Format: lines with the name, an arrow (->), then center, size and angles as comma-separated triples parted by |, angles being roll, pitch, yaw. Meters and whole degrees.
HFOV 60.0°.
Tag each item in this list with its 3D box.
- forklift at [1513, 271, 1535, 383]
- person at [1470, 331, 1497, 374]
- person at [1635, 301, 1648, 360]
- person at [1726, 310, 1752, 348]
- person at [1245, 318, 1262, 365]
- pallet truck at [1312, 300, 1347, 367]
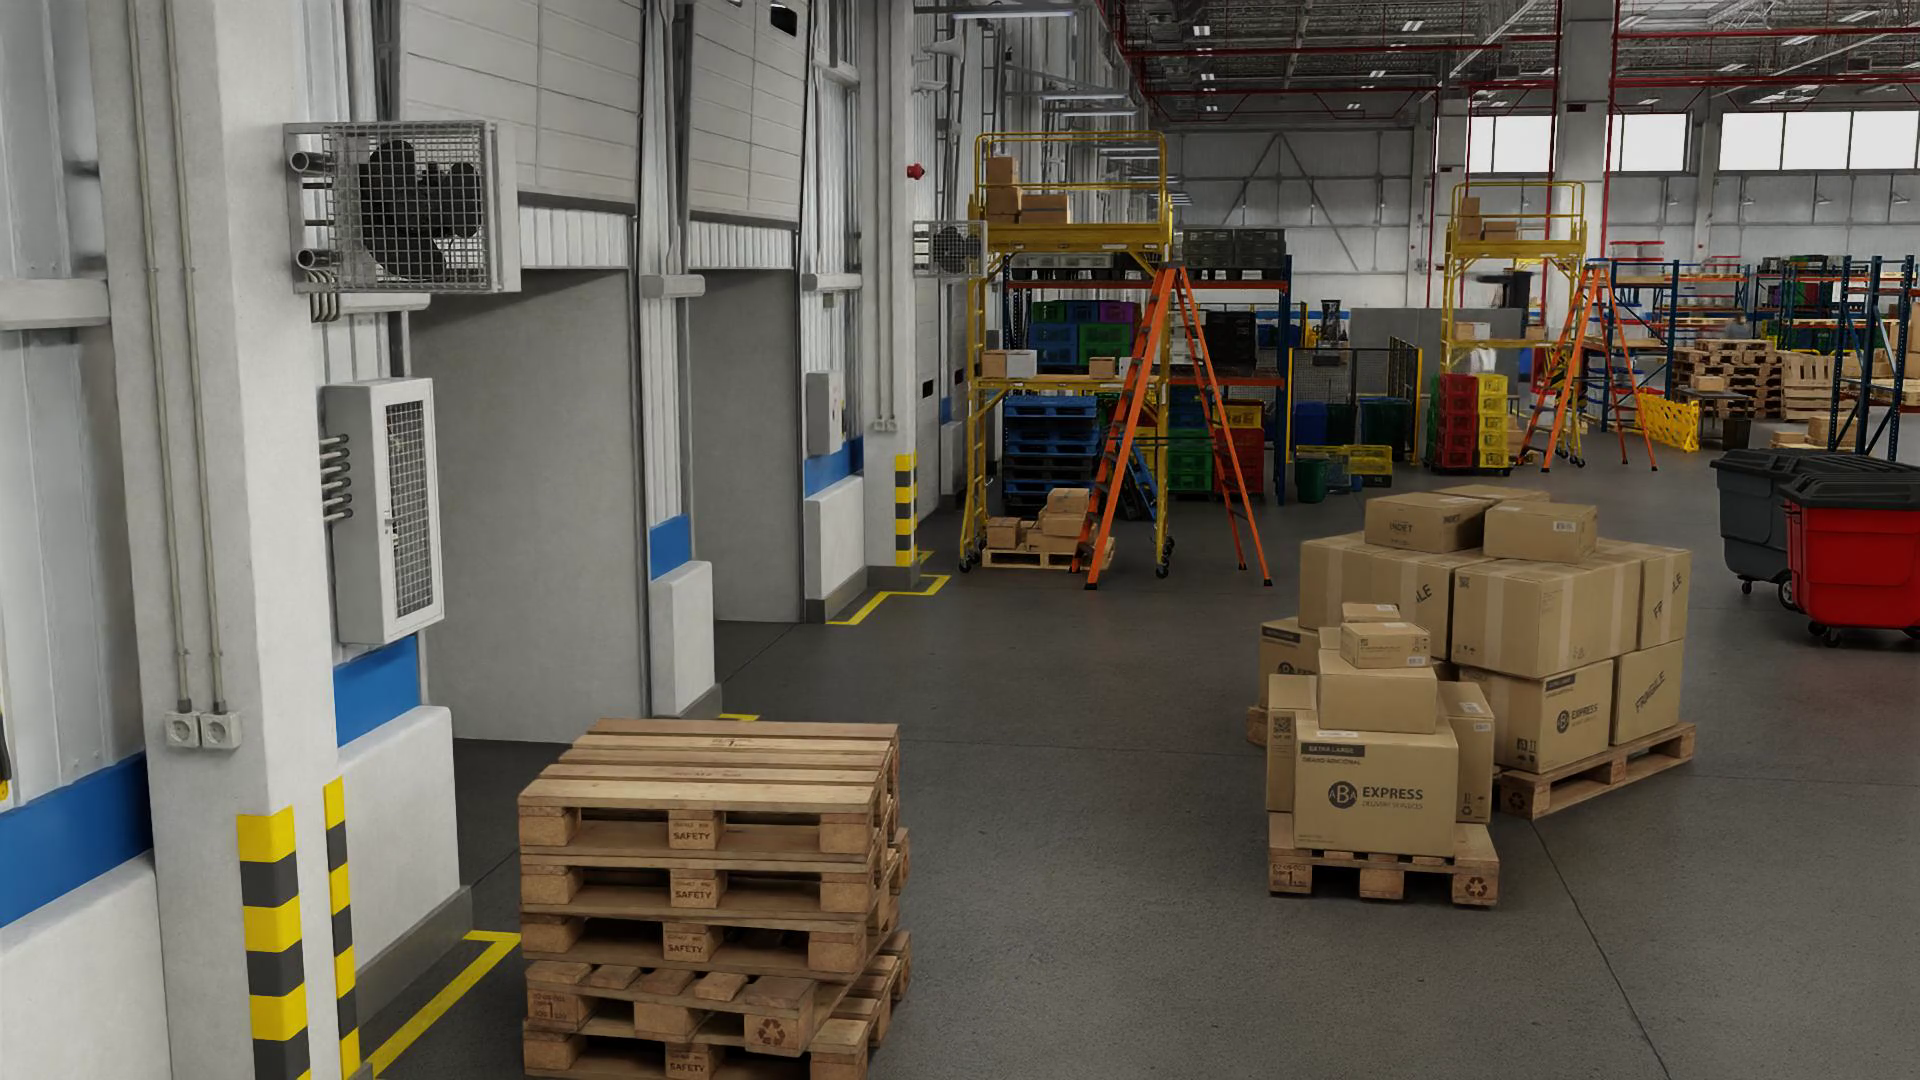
forklift -> 13.973, -5.308, 41.502 | 1.873, 2.768, 1.129 | 1, 9, 9
person -> 8.879, -2.622, 28.169 | 0.598, 1.829, 0.978 | -4, 10, -26
person -> 21.550, -6.663, 52.949 | 0.562, 1.885, 1.013 | 1, 9, 6
person -> 18.224, -4.397, 38.883 | 0.637, 1.905, 0.926 | 0, 9, -1
person -> 8.227, -5.551, 46.953 | 0.512, 1.594, 0.864 | -8, 12, -40
pallet truck -> 11.159, -6.200, 49.718 | 0.823, 1.965, 1.885 | 4, 10, 26
